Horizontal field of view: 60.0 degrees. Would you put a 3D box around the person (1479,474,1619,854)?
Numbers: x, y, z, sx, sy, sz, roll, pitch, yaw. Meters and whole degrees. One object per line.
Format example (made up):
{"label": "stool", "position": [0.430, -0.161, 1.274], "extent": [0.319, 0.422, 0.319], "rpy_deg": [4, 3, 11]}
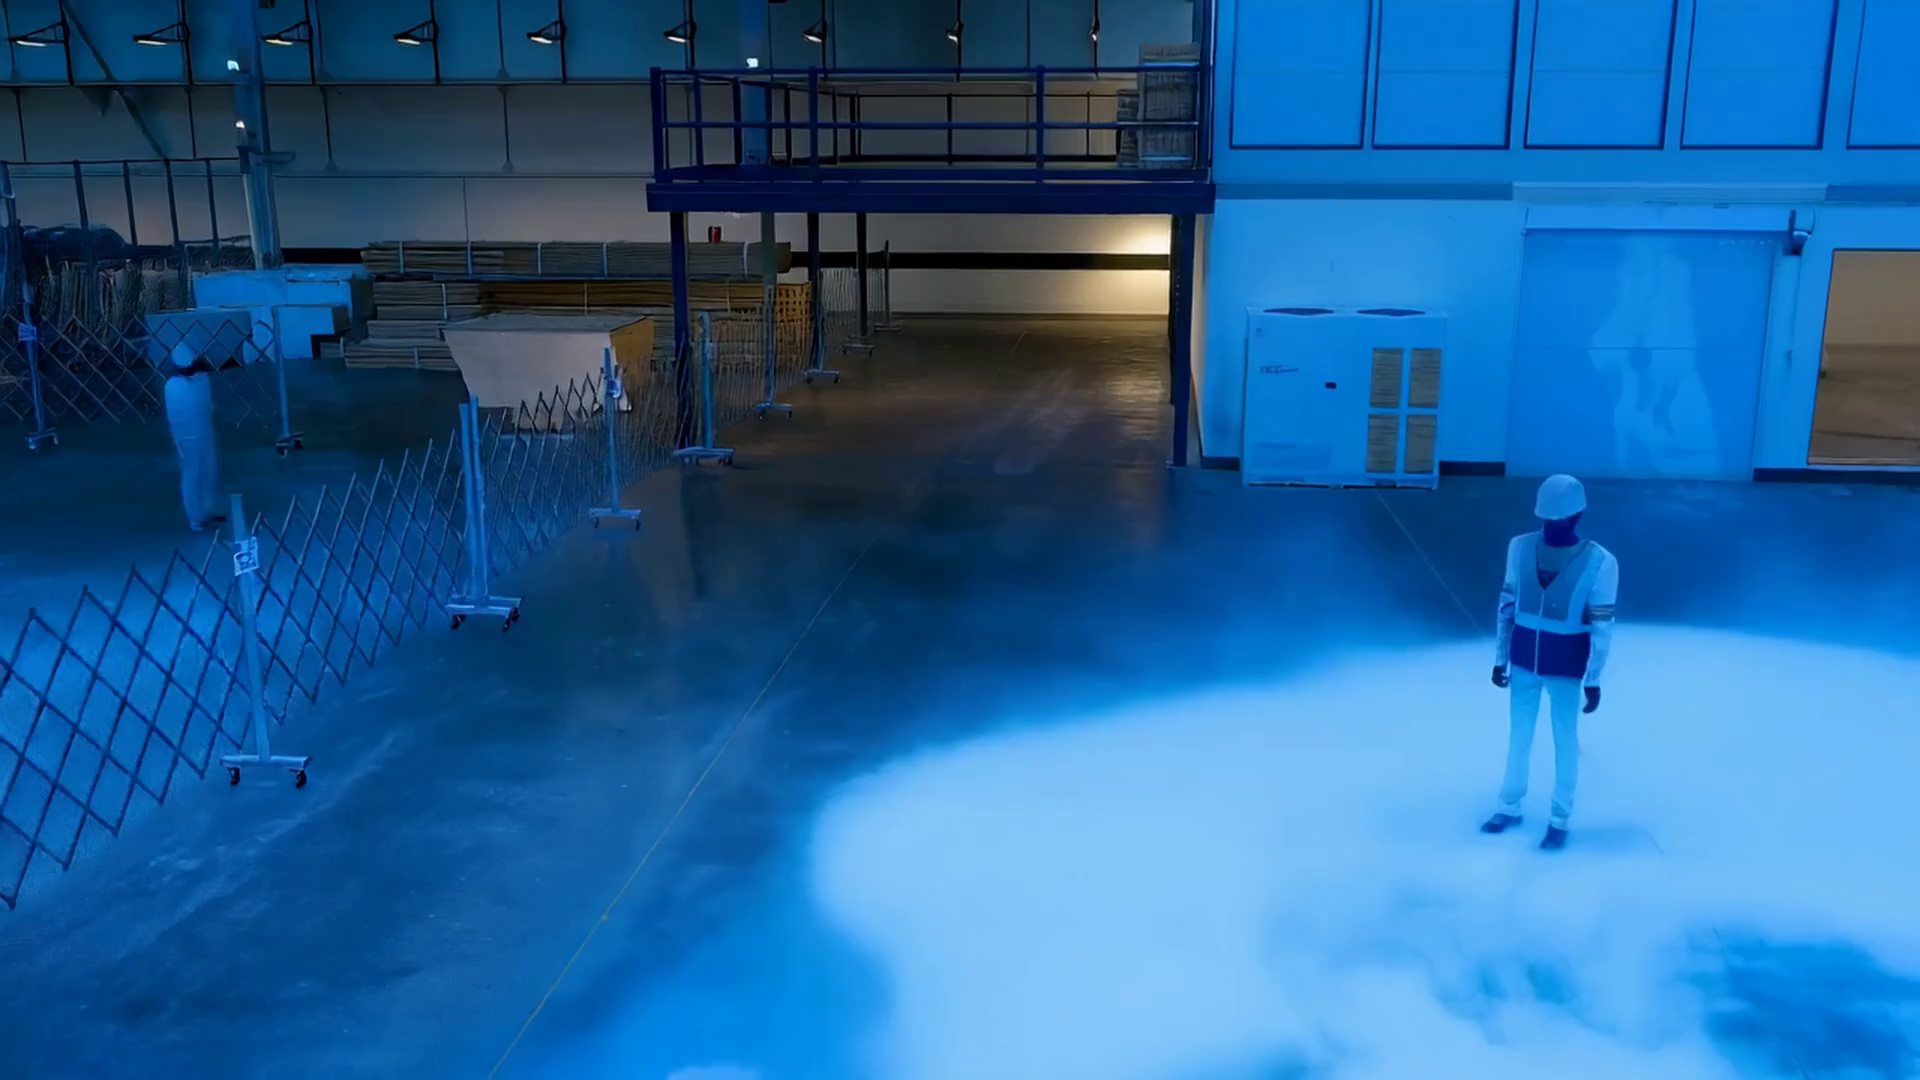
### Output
{"label": "person", "position": [2.937, 0.607, 8.302], "extent": [0.585, 1.924, 0.375], "rpy_deg": [13, 19, 42]}

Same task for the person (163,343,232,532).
{"label": "person", "position": [-6.893, -0.941, 15.042], "extent": [0.436, 1.722, 0.661], "rpy_deg": [5, 15, 21]}

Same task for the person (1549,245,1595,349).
{"label": "person", "position": [9.789, -3.825, 26.535], "extent": [0.990, 1.853, 0.653], "rpy_deg": [12, 18, 39]}
